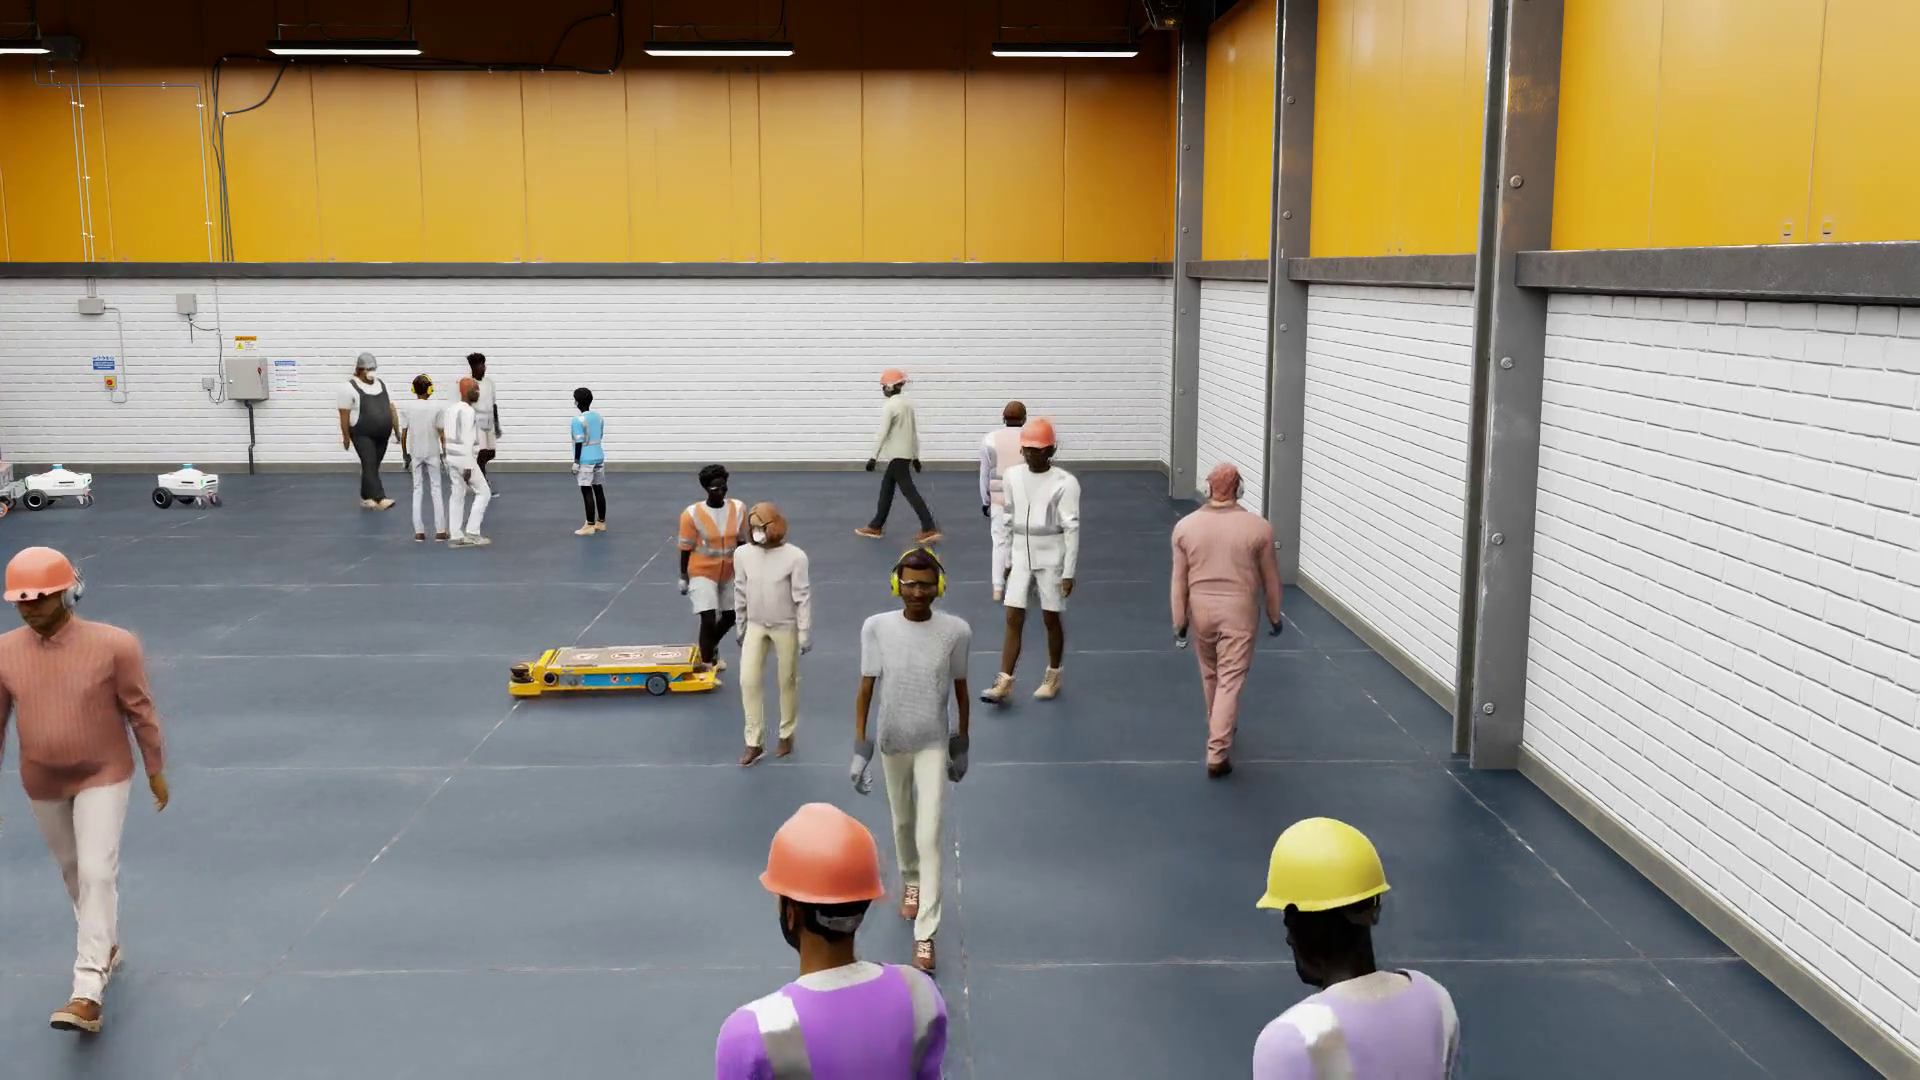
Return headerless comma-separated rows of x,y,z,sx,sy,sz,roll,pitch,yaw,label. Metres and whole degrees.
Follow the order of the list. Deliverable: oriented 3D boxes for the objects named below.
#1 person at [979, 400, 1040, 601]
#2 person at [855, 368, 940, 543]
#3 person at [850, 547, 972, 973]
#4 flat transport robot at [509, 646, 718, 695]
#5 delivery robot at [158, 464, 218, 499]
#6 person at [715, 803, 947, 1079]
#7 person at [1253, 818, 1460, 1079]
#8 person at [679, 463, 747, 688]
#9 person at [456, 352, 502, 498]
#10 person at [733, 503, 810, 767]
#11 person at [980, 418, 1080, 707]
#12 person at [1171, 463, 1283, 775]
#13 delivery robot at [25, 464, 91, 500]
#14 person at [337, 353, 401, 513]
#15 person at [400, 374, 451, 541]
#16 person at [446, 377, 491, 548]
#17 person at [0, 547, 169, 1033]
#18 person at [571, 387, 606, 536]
0.500,-0.355,15.218,0.633,1.839,0.429,2,9,11,person
-0.667,-0.938,18.516,1.071,1.942,0.609,3,10,19,person
-0.210,0.925,7.454,0.518,1.821,0.994,1,9,5,person
-2.498,0.936,12.097,1.431,0.197,0.652,-1,9,-5,flat transport robot
-9.809,-0.728,21.144,0.707,0.478,0.477,3,10,15,delivery robot
-0.248,1.516,3.487,0.566,1.922,0.553,-8,12,-39,person
0.786,1.527,3.483,0.629,1.896,0.471,-7,11,-36,person
-1.838,0.236,12.165,0.542,1.656,0.608,-6,11,-35,person
-6.437,-1.535,22.129,0.694,1.948,0.635,5,11,29,person
-1.174,0.578,10.174,0.524,1.601,0.663,2,10,14,person
0.497,0.169,11.470,0.636,2.009,0.847,5,11,30,person
1.641,0.454,10.214,0.637,1.857,0.999,5,10,27,person
-11.420,-0.717,21.080,0.707,0.478,0.477,-3,10,-16,delivery robot
-7.335,-1.372,20.834,1.024,2.000,0.691,6,11,34,person
-5.963,-0.913,18.546,0.514,1.871,0.327,0,9,-1,person
-5.372,-0.831,18.122,0.548,1.848,0.589,-7,12,-38,person
-3.618,0.983,6.718,0.649,1.930,1.032,-1,9,-8,person
-4.238,-0.891,18.943,0.322,1.694,0.536,4,10,21,person
